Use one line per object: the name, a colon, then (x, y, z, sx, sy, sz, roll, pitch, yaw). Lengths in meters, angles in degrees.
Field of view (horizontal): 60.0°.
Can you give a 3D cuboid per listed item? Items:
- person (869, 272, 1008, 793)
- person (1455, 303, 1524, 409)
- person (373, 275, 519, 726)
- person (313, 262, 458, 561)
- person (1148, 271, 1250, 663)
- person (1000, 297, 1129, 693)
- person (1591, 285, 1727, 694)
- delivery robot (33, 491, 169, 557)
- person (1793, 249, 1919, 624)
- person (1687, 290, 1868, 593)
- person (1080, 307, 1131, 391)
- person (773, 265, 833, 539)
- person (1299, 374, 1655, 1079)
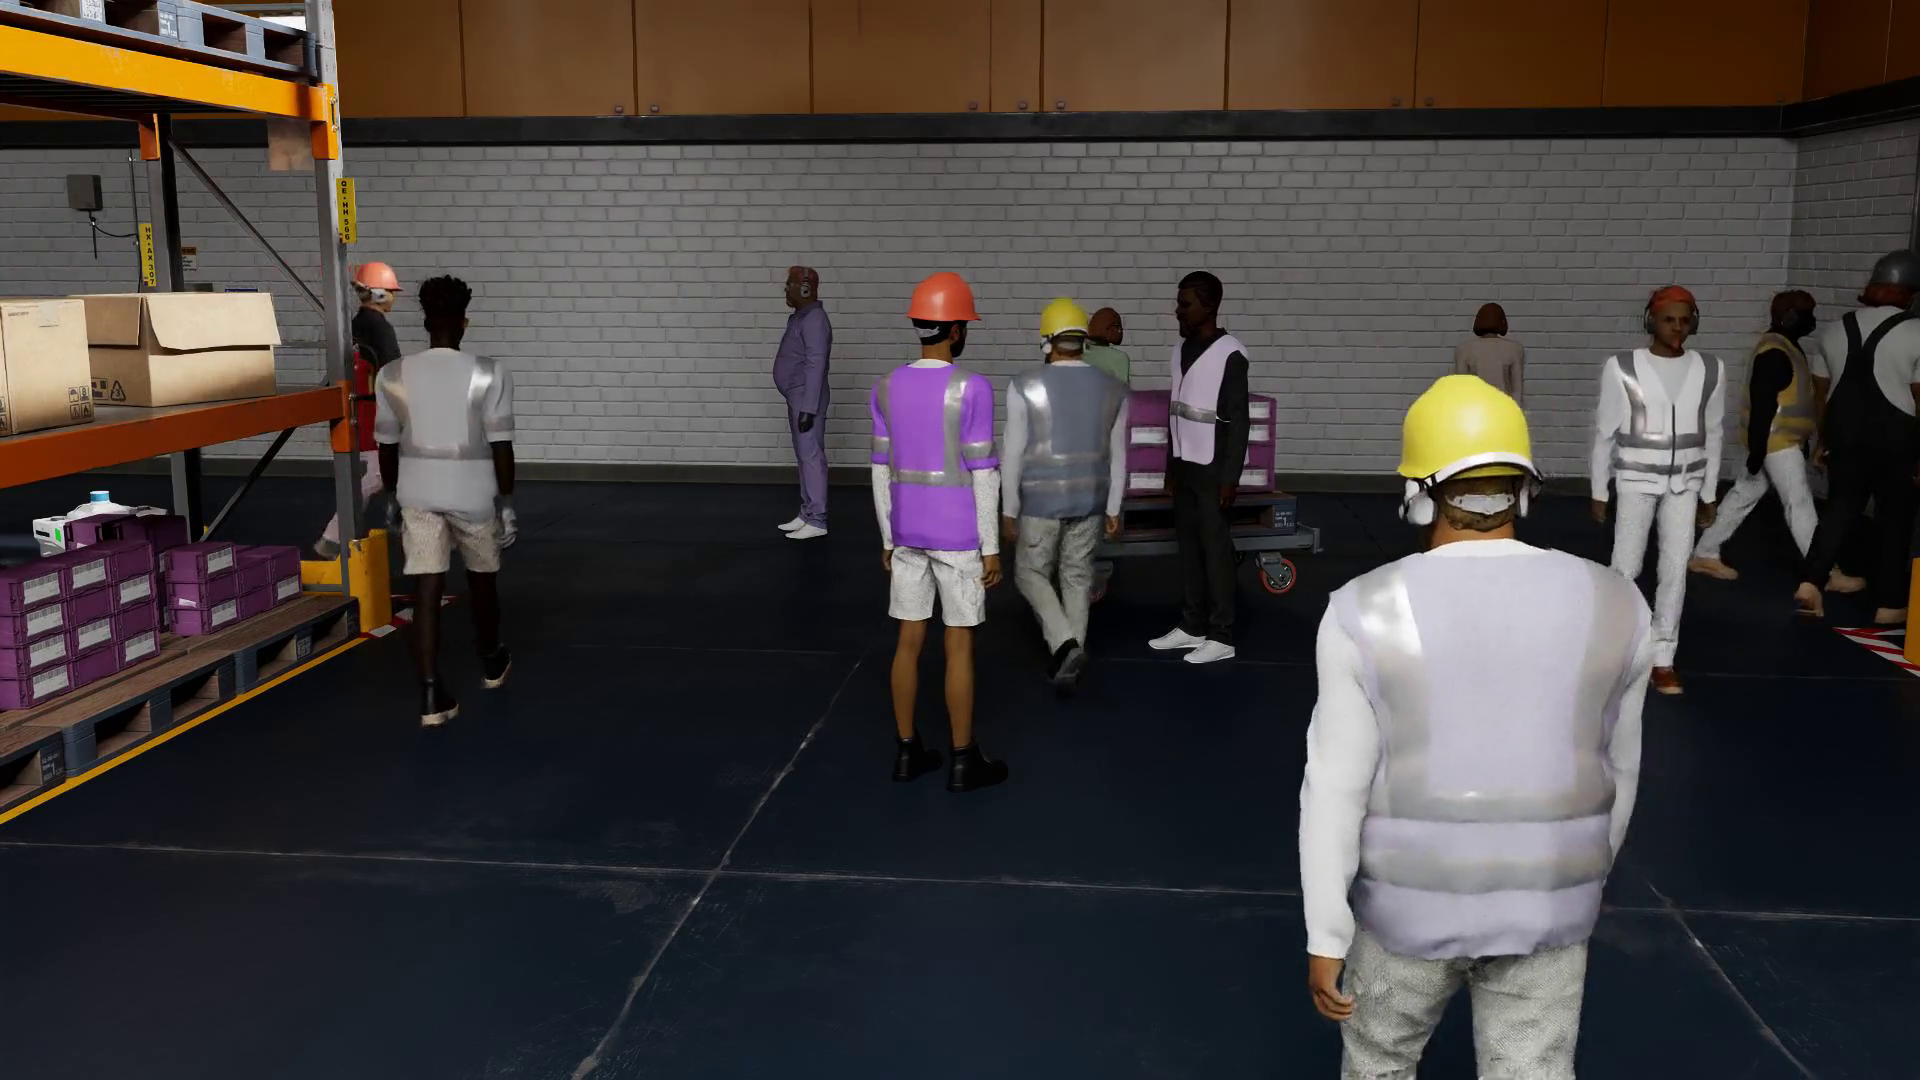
person: (-0.072, -0.025, 6.249, 0.542, 1.939, 0.369, 7, 12, 34)
person: (3.914, -0.939, 12.353, 0.498, 1.633, 0.284, 3, 10, 15)
person: (-2.245, -0.201, 7.332, 0.625, 1.911, 0.995, -1, 10, -4)
person: (-3.770, -0.816, 10.745, 0.953, 1.953, 0.618, -7, 12, -35)
person: (1.210, -0.359, 8.220, 0.375, 1.917, 0.597, -4, 11, -23)
person: (0.480, -0.178, 7.473, 0.608, 1.812, 0.521, -4, 11, -19)
person: (3.231, -0.252, 7.768, 0.581, 1.869, 0.650, 0, 10, 2)
delivery robot: (-5.214, -0.055, 10.111, 0.477, 0.478, 0.707, 8, 12, 37)
person: (4.987, -0.561, 9.022, 0.597, 2.000, 0.690, -5, 11, -28)
person: (4.931, -0.600, 10.007, 0.995, 1.792, 0.634, 5, 11, 26)
person: (0.970, -0.764, 11.351, 0.267, 1.632, 0.507, -9, 14, -43)
person: (-1.108, -0.967, 11.726, 0.410, 1.912, 0.643, -2, 10, -12)
person: (0.899, 0.611, 3.000, 0.623, 1.804, 0.720, 0, 10, 2)
